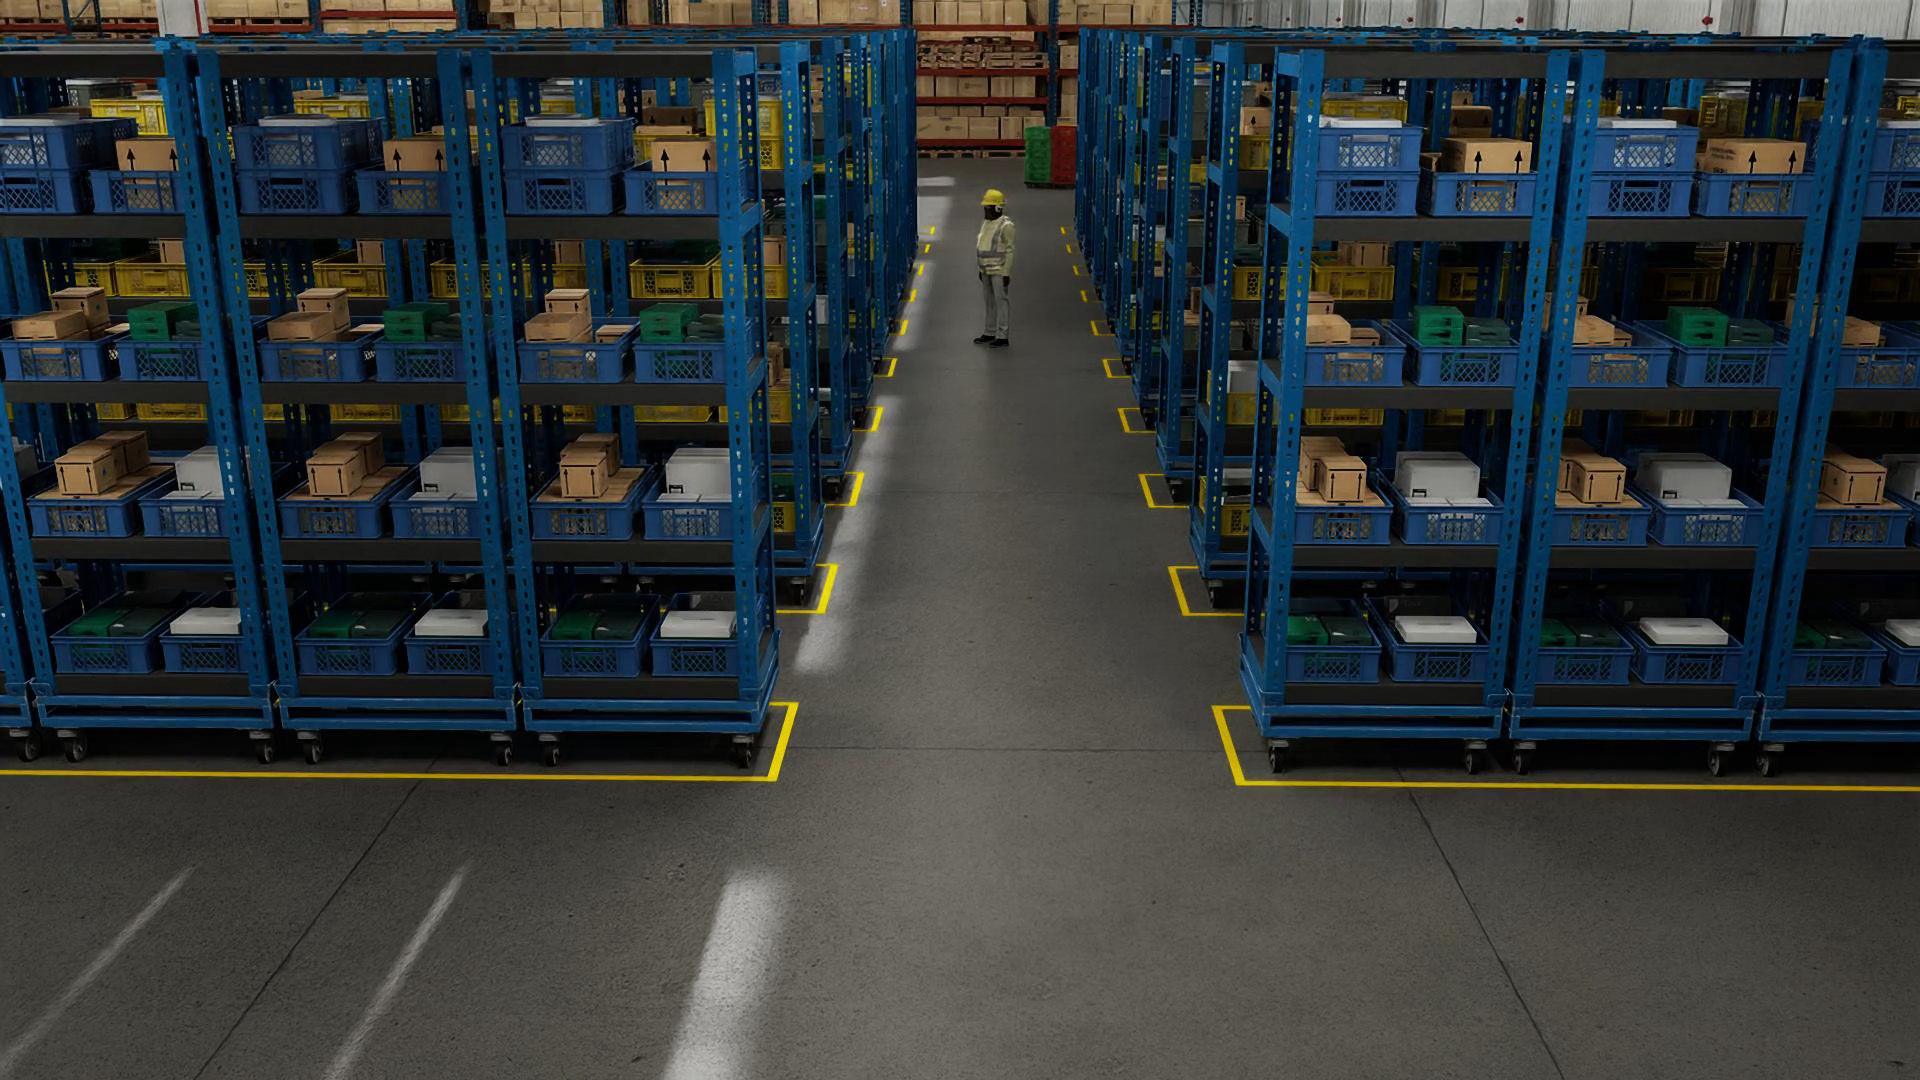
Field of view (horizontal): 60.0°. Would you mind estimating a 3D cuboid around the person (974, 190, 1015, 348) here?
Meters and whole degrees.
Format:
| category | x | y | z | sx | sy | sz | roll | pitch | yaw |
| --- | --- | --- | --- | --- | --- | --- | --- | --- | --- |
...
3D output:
| category | x | y | z | sx | sy | sz | roll | pitch | yaw |
| --- | --- | --- | --- | --- | --- | --- | --- | --- | --- |
| person | 0.394 | -3.174 | 19.476 | 0.404 | 1.830 | 0.602 | -11 | 21 | -31 |
